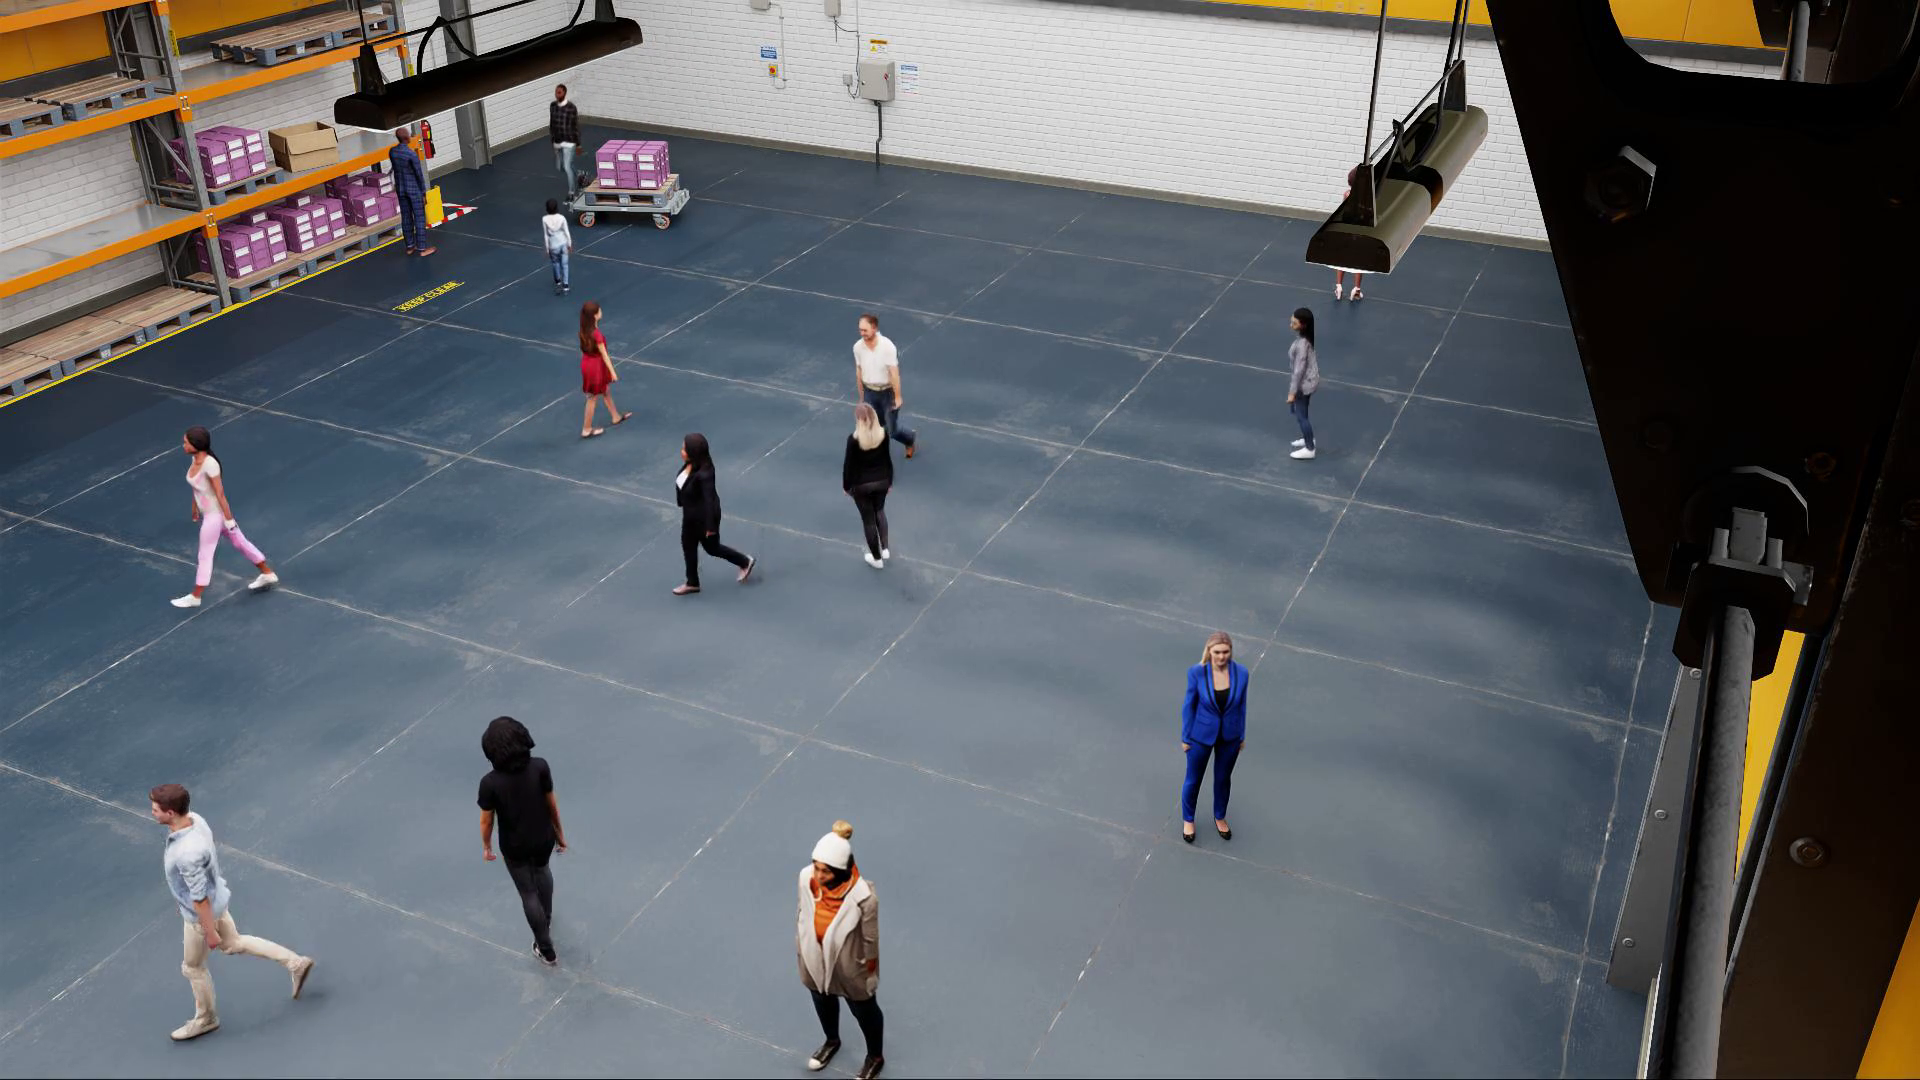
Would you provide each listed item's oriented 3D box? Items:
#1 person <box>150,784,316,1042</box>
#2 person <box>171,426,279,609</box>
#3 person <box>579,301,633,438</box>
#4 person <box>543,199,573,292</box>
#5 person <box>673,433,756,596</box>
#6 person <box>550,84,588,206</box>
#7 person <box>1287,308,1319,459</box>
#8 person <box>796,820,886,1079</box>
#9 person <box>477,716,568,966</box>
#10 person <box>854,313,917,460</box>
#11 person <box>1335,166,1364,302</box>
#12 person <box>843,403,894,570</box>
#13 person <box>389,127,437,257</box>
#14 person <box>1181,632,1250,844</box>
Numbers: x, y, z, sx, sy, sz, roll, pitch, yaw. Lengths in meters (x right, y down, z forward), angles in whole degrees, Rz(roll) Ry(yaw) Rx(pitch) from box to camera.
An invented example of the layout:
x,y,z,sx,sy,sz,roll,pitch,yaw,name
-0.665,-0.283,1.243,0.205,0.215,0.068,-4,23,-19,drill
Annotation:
x,y,z,sx,sy,sz,roll,pitch,yaw,name
-4.559,2.260,10.289,1.201,1.815,1.128,-11,31,-20,person
-6.605,-0.224,14.977,1.243,1.687,0.979,-20,34,-32,person
-4.040,-1.829,18.089,0.975,1.525,0.774,-22,35,-34,person
-5.371,-3.918,22.218,0.785,1.238,0.912,-5,29,-9,person
-2.270,-0.243,15.105,1.124,1.596,0.991,-15,32,-26,person
-6.049,-6.153,25.729,0.661,1.799,0.974,13,31,22,person
3.682,-1.648,17.574,0.765,1.699,0.620,14,32,24,person
-0.699,2.436,9.889,0.664,1.889,0.644,13,31,23,person
-2.782,1.988,10.787,0.922,1.815,0.953,-17,33,-28,person
-0.762,-1.522,17.212,0.786,1.825,0.980,14,32,24,person
5.177,-4.022,21.832,0.543,1.790,0.526,13,31,23,person
-0.801,-0.460,15.423,0.677,1.673,0.765,-14,32,-24,person
-7.766,-4.924,23.456,0.657,1.817,0.609,10,30,18,person
1.822,1.405,11.976,0.713,1.701,0.724,-3,29,-5,person
